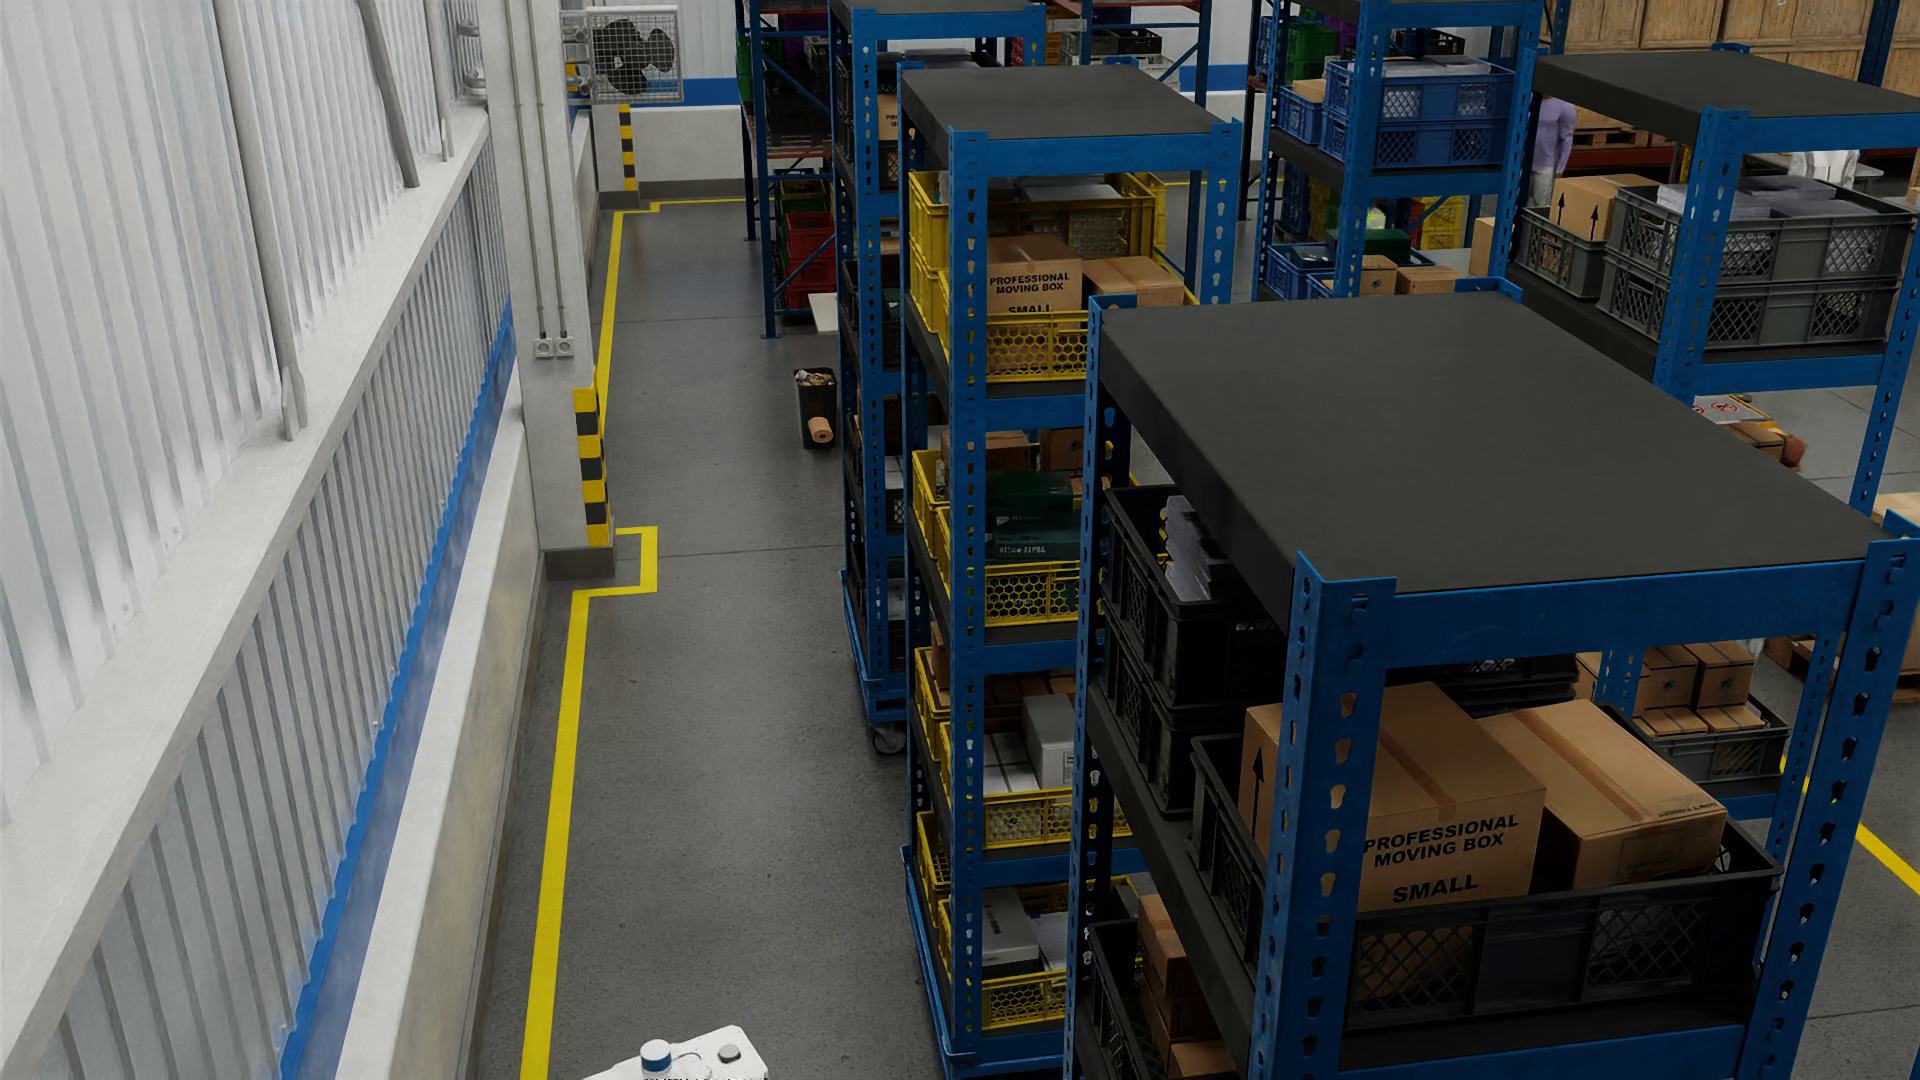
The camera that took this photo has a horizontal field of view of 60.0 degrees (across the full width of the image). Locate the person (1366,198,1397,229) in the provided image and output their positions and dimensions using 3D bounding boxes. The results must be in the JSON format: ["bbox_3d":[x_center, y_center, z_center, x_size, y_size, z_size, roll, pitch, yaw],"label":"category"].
[{"bbox_3d":[3.044,-1.774,12.282,0.523,1.827,0.613,10,26,20],"label":"person"}]

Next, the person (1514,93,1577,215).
[{"bbox_3d":[5.631,-3.655,16.235,0.375,1.936,0.628,-21,32,-38],"label":"person"}]

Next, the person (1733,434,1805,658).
[{"bbox_3d":[3.803,0.257,8.082,0.315,1.636,0.514,-5,25,-11],"label":"person"}]

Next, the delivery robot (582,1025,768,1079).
[{"bbox_3d":[-1.016,1.918,5.652,0.707,0.478,0.477,-14,28,-27],"label":"delivery robot"}]

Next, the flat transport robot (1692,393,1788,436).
[{"bbox_3d":[5.224,-0.859,12.132,1.431,0.197,0.652,-4,25,-8],"label":"flat transport robot"}]

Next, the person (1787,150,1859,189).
[{"bbox_3d":[7.557,-2.923,14.715,0.564,1.880,0.358,1,25,3],"label":"person"}]
